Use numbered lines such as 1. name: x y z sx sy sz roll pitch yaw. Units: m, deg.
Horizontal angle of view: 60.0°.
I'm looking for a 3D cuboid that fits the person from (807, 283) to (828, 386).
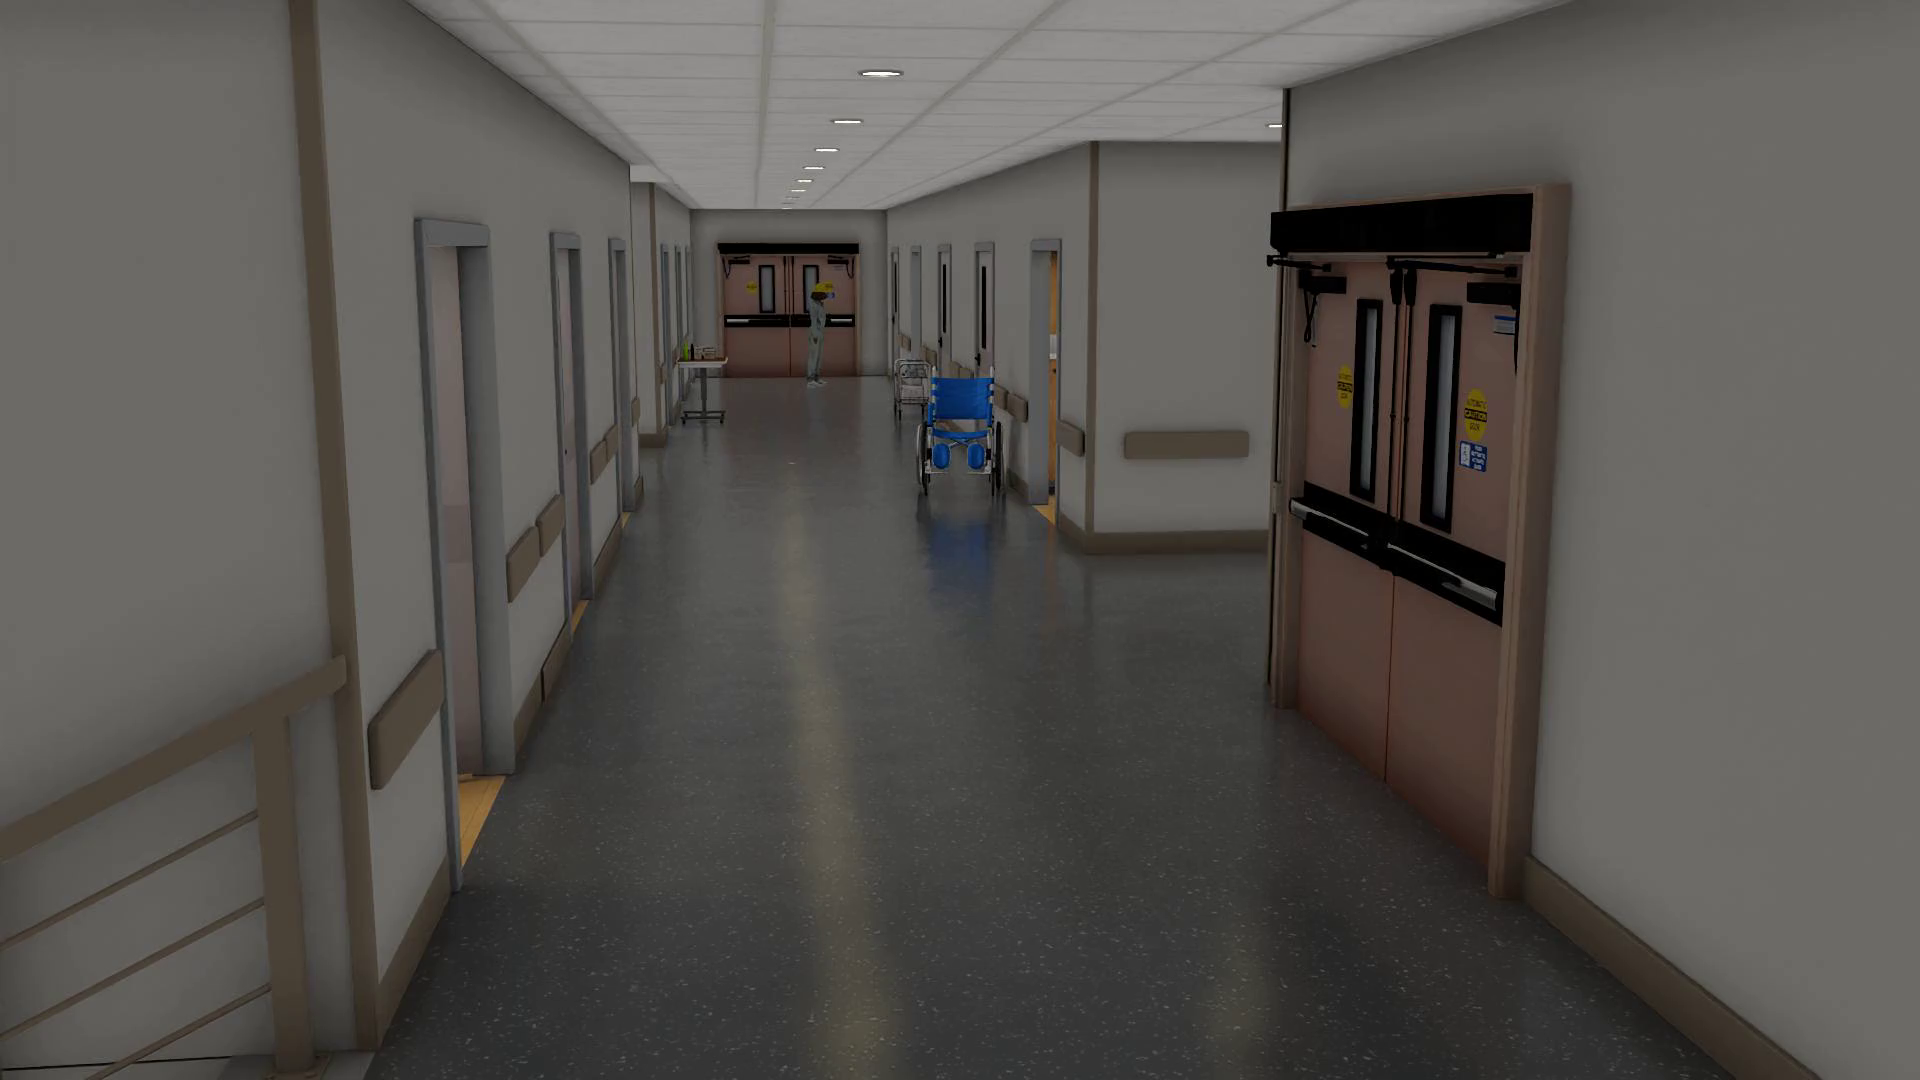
1. person: -2.401 -3.481 28.204 0.355 1.734 0.485 3 10 15
